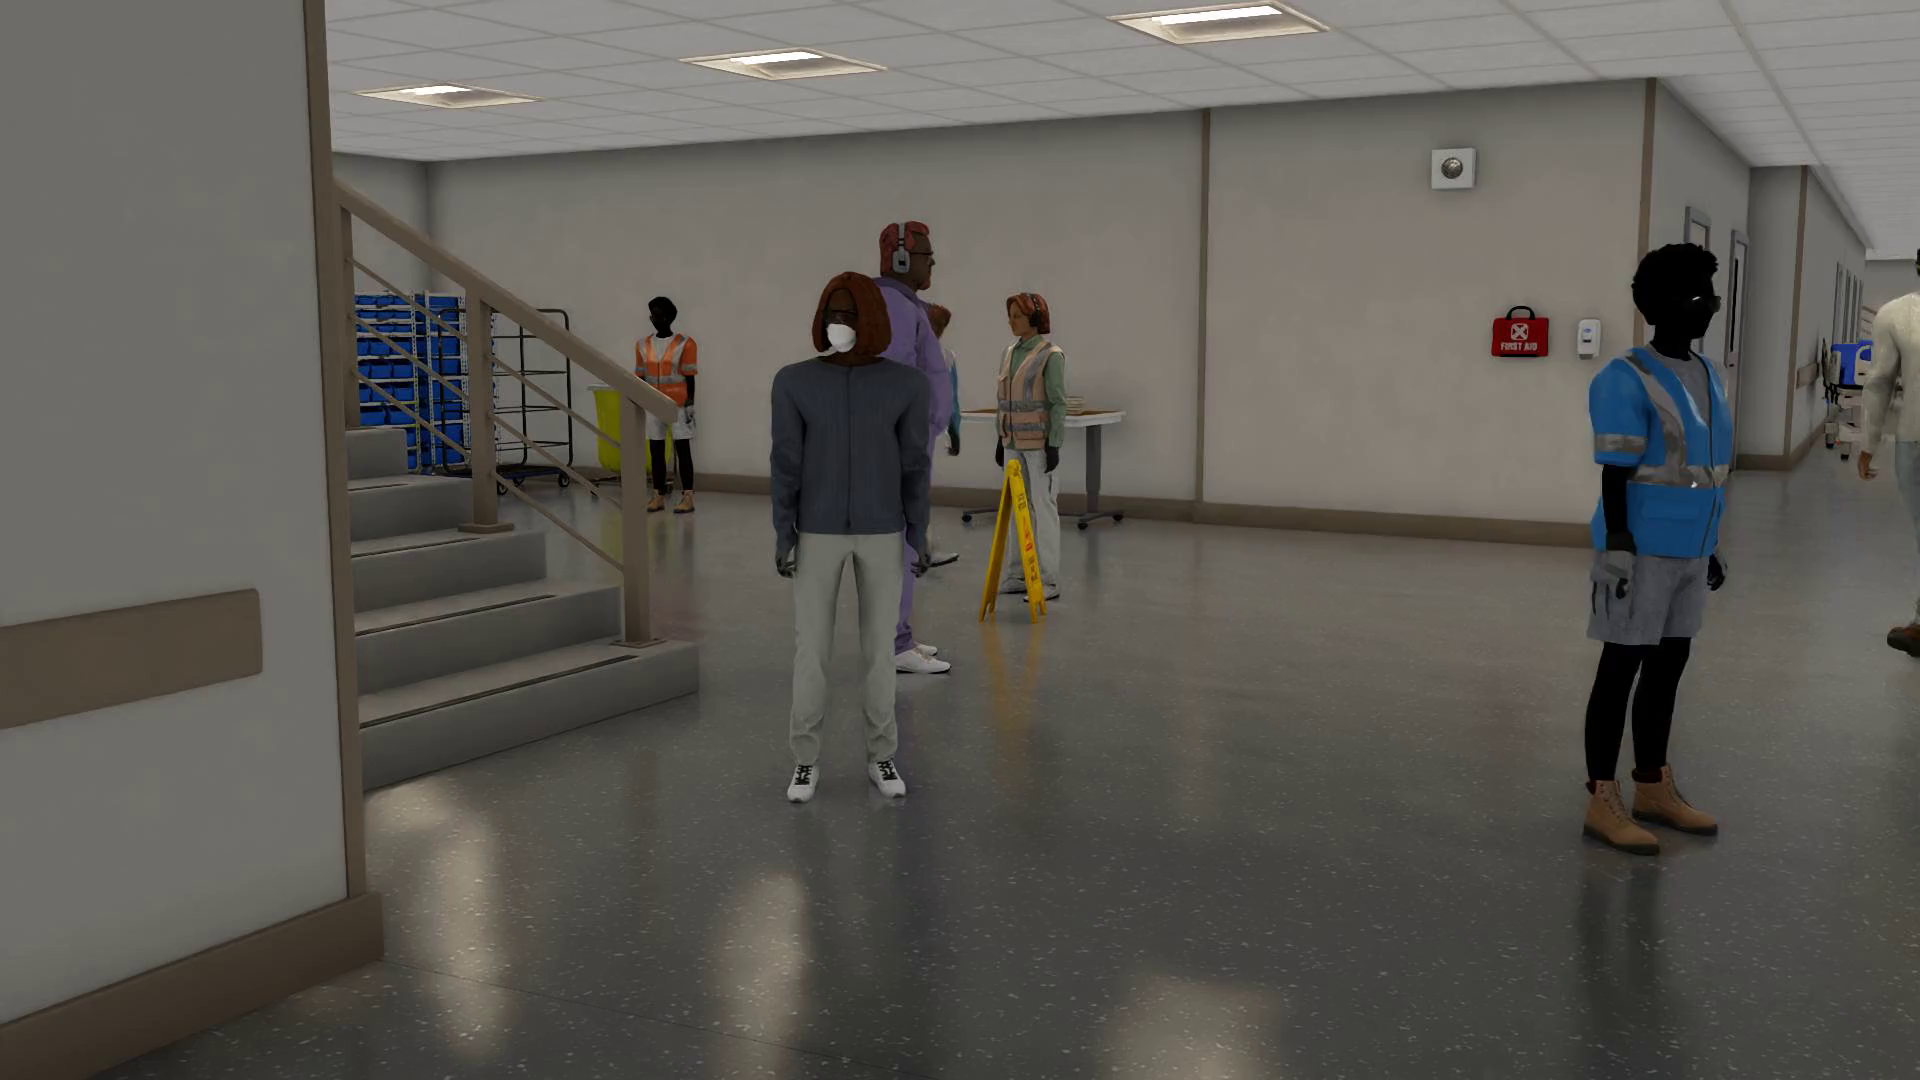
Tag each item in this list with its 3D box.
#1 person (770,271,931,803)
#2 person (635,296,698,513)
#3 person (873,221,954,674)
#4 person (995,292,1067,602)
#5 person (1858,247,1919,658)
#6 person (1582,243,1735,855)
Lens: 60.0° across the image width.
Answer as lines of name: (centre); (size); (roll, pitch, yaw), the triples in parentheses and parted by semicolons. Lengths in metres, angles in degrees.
person: (-0.334, -0.005, 5.148); (0.501, 1.631, 0.285); (-1, 7, -8)
person: (-2.284, -1.046, 12.951); (0.530, 1.689, 0.321); (2, 8, 14)
person: (-0.229, -0.394, 7.097); (0.408, 1.906, 0.652); (-1, 7, -9)
person: (0.368, -0.493, 8.878); (0.306, 1.639, 0.524); (-5, 9, -35)
person: (4.346, -0.425, 7.392); (1.043, 1.888, 0.665); (-6, 9, -37)
person: (1.982, 0.021, 4.706); (0.541, 1.696, 0.317); (-5, 9, -35)
